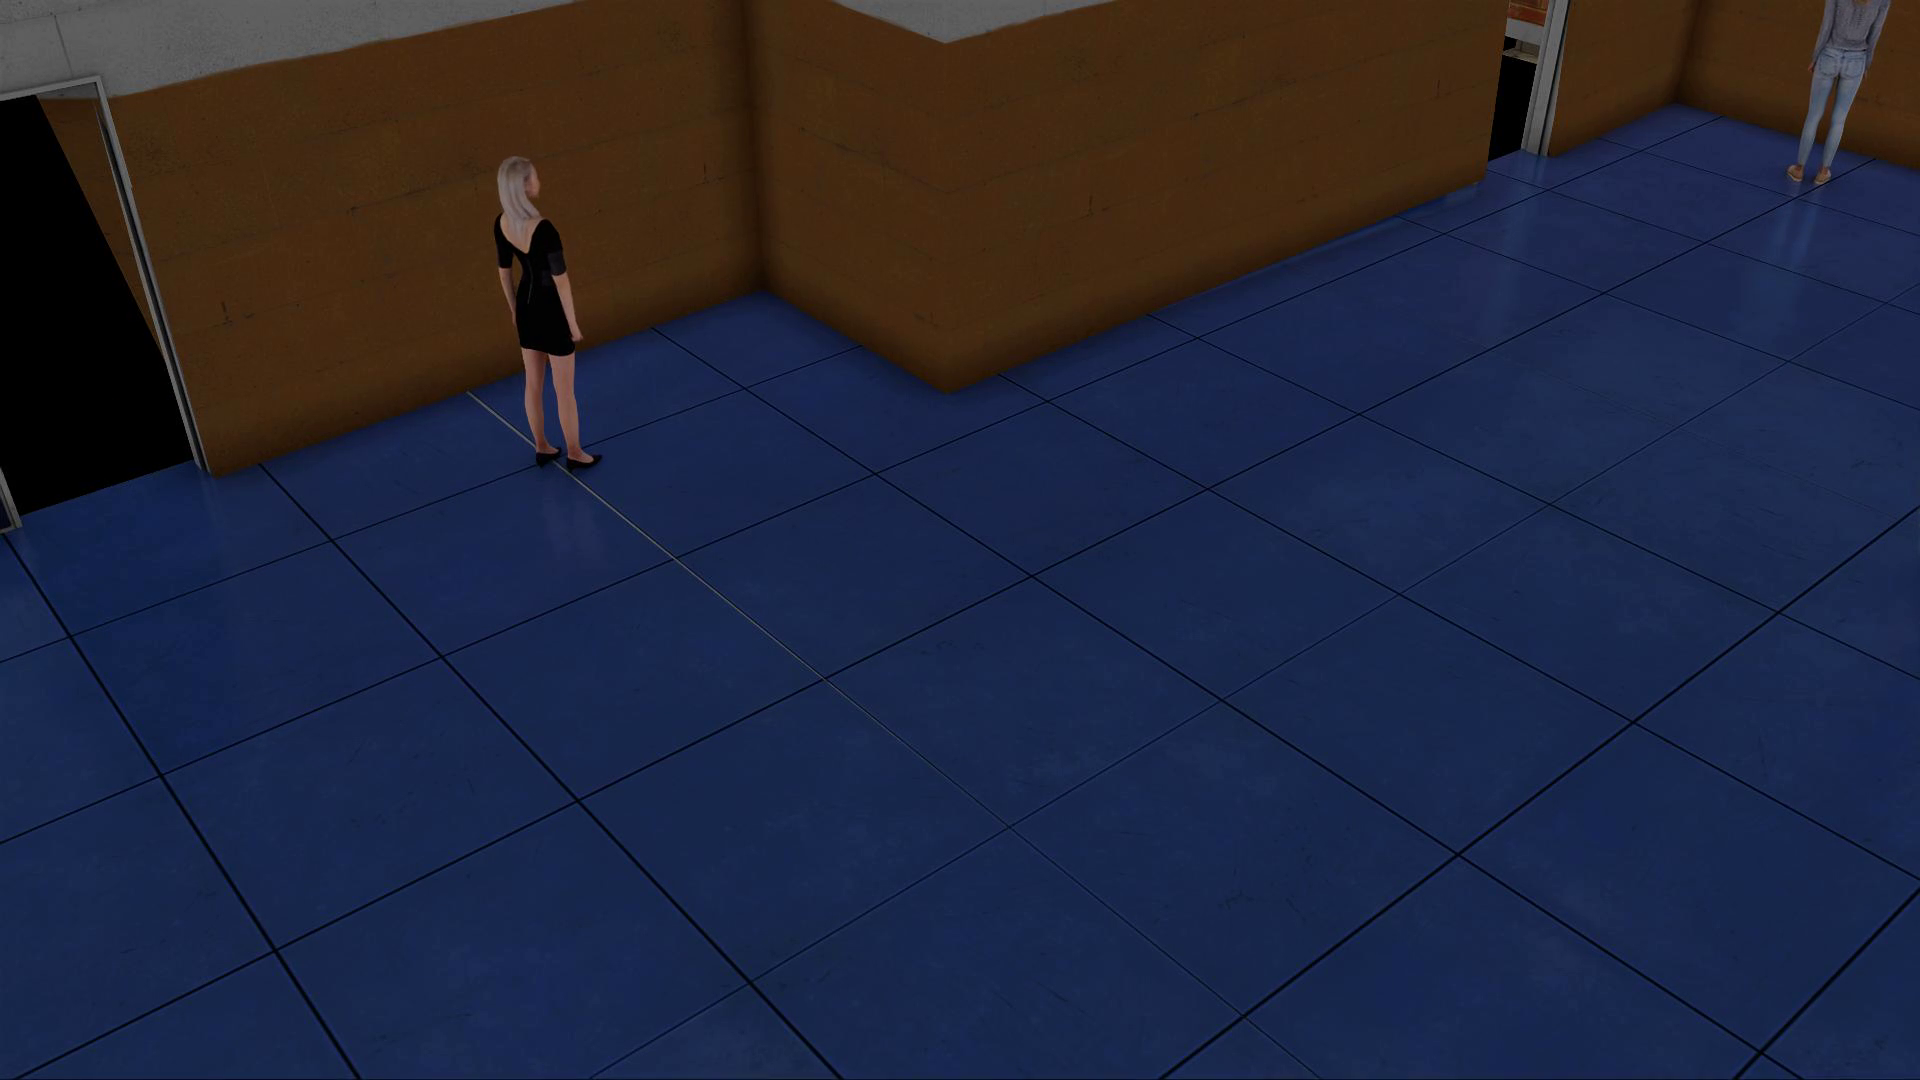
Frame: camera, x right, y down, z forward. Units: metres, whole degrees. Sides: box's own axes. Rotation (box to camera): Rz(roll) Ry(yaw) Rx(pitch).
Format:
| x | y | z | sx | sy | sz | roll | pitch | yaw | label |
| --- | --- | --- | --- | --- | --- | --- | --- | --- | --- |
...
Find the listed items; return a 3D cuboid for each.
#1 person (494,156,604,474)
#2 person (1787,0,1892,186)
| x | y | z | sx | sy | sz | roll | pitch | yaw | label |
| --- | --- | --- | --- | --- | --- | --- | --- | --- | --- |
| -2.286 | -1.212 | 9.104 | 0.577 | 1.830 | 0.709 | 15 | 36 | 21 | person |
| 6.754 | -3.628 | 12.765 | 0.610 | 1.796 | 0.727 | 12 | 36 | 18 | person |
